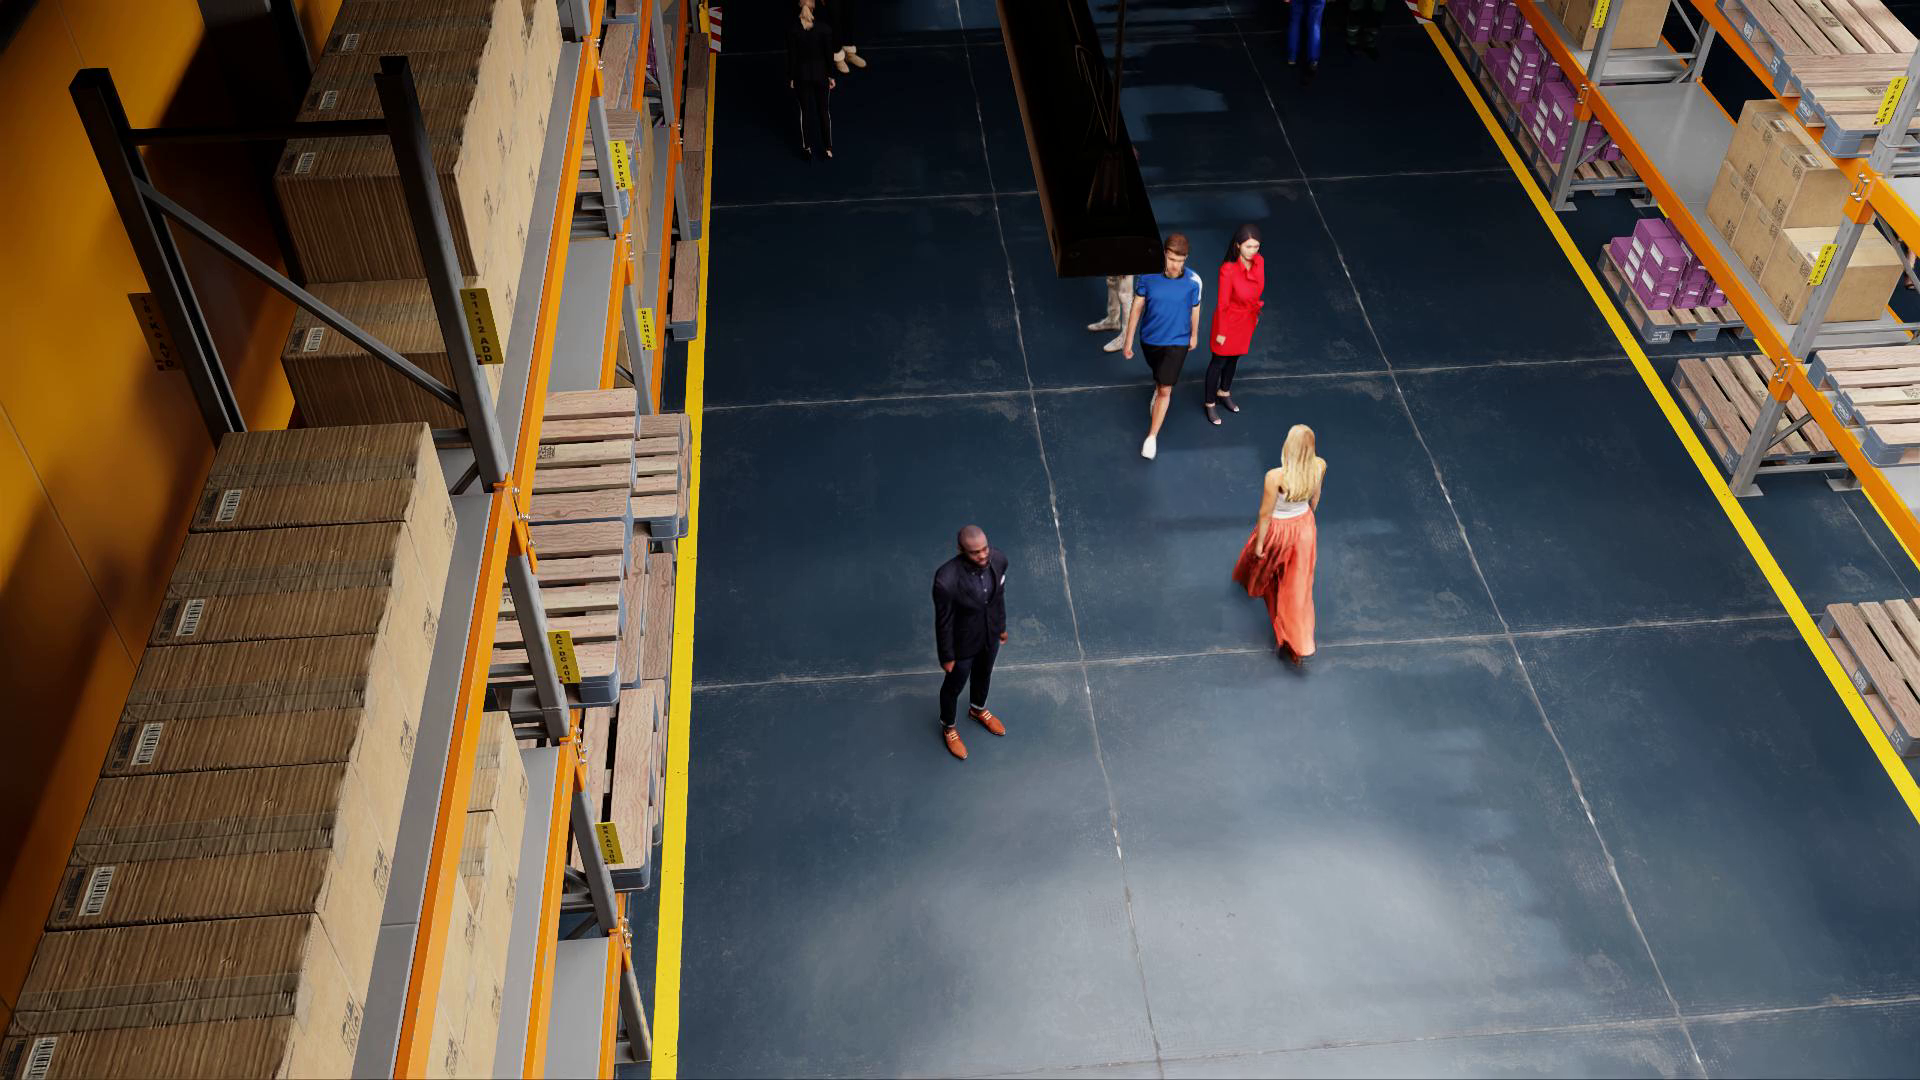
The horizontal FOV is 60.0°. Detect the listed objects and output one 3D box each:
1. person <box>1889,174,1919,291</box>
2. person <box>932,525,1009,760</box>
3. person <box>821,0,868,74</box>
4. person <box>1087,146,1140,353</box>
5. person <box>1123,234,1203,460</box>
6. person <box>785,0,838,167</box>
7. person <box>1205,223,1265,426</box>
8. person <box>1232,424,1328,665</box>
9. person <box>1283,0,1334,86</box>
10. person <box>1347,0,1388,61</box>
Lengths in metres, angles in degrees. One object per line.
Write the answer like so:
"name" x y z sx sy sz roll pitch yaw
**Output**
"person" 8.358 -3.062 14.311 0.695 1.676 0.989 -2 44 -2
"person" 0.065 0.597 10.367 0.790 1.818 0.800 -28 50 -27
"person" -1.255 -5.650 17.039 0.759 1.659 0.701 -8 44 -8
"person" 1.302 -2.374 13.465 0.762 1.847 0.567 -14 45 -14
"person" 1.576 -1.600 12.678 1.020 1.812 1.364 12 45 13
"person" -1.394 -4.324 15.614 0.610 1.706 0.518 -4 44 -4
"person" 2.105 -1.673 12.800 0.734 1.749 0.778 -30 51 -28
"person" 2.203 0.043 11.001 0.831 1.747 1.343 -13 45 -13
"person" 3.542 -5.516 16.761 0.763 1.849 1.157 1 44 1
"person" 4.203 -5.905 17.185 0.637 1.829 0.650 -6 44 -6
